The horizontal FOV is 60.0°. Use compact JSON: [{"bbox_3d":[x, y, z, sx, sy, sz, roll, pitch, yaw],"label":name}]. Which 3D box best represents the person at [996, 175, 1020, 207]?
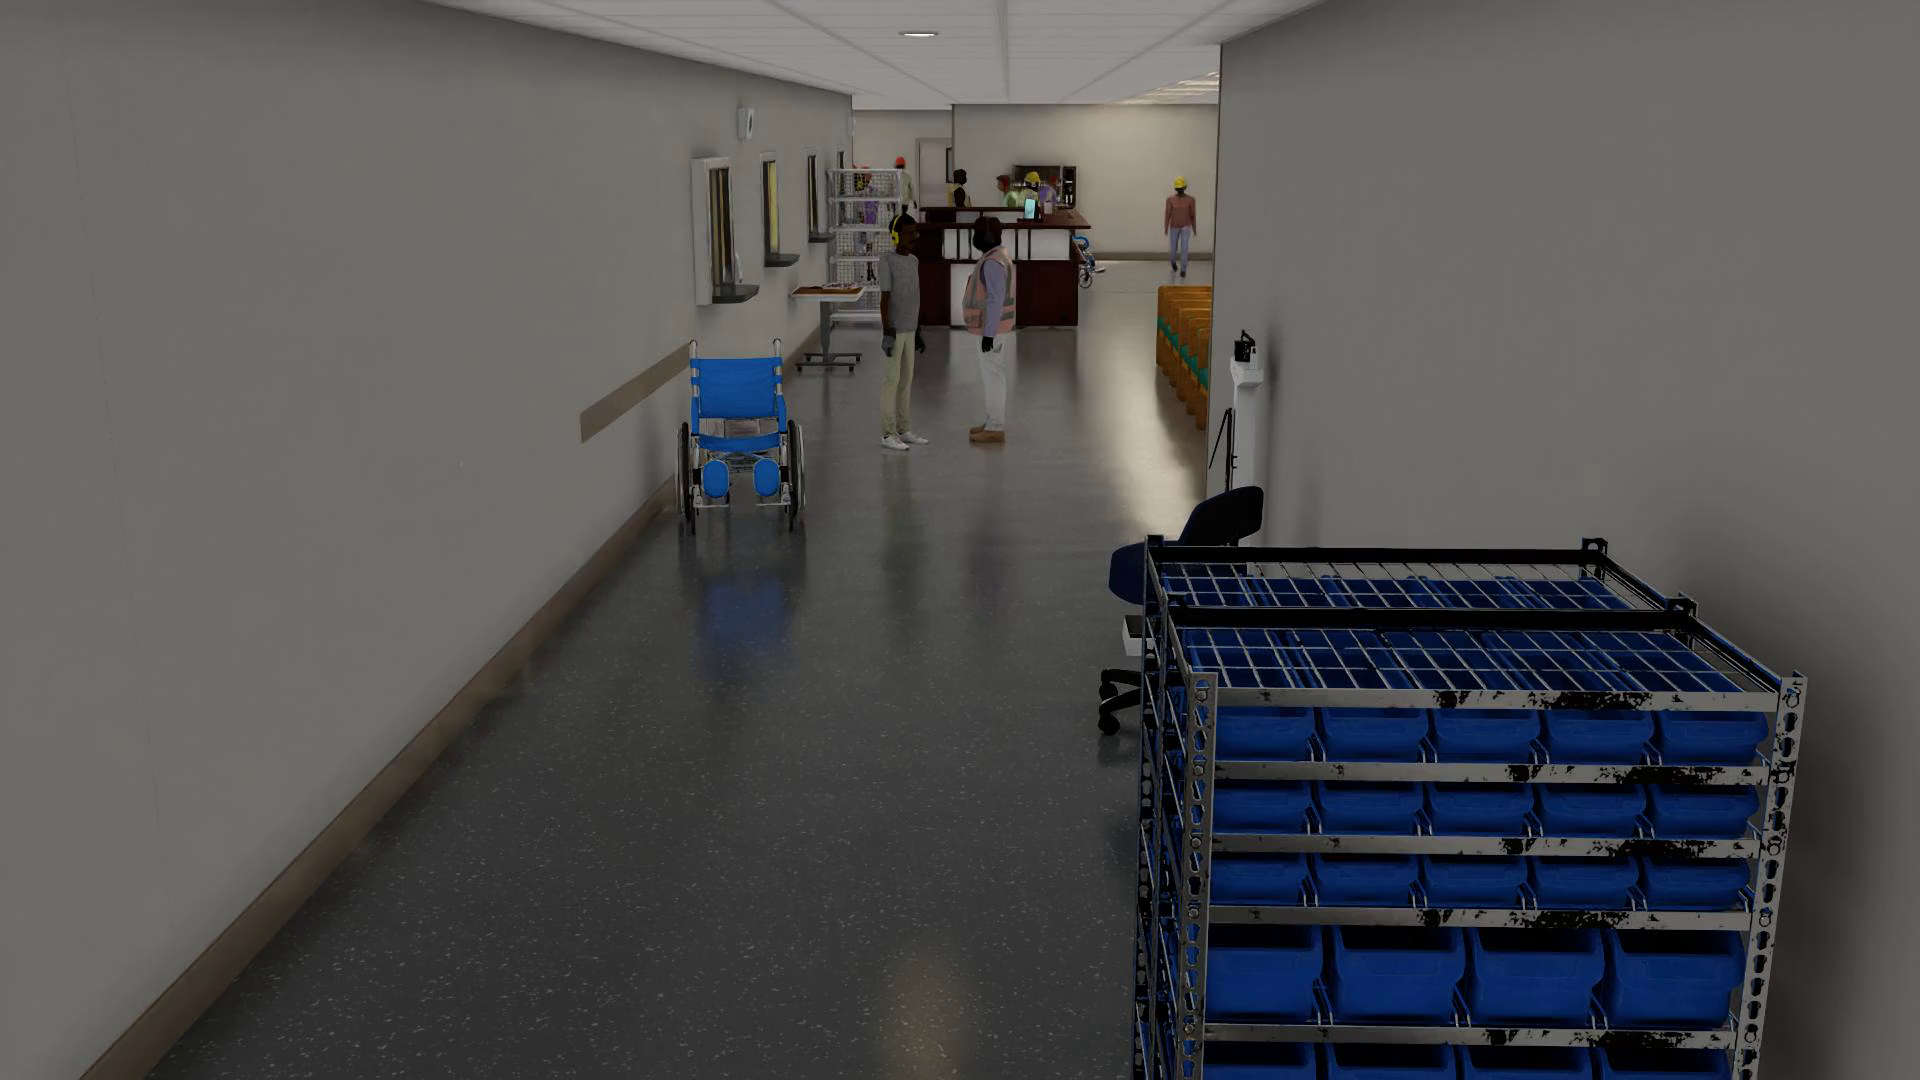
[{"bbox_3d":[0.779,-5.003,26.995,0.596,1.814,0.652,-1,14,-4],"label":"person"}]

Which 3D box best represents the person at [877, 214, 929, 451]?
[{"bbox_3d":[-0.453,-1.667,13.343,0.327,1.874,0.521,8,16,31],"label":"person"}]

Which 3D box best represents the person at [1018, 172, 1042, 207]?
[{"bbox_3d":[1.211,-5.398,28.592,0.403,1.824,0.596,-5,15,-21],"label":"person"}]

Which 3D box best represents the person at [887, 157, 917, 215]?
[{"bbox_3d":[-1.286,-7.493,36.847,0.609,1.940,1.030,-8,16,-29],"label":"person"}]

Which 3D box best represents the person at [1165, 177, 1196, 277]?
[{"bbox_3d":[3.883,-5.523,29.273,0.556,1.737,0.671,2,14,10],"label":"person"}]

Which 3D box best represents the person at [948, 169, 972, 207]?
[{"bbox_3d":[-0.002,-5.734,29.914,0.429,1.844,0.622,-3,14,-13],"label":"person"}]

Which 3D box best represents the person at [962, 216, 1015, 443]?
[{"bbox_3d":[0.232,-1.723,13.637,0.429,1.840,0.637,1,14,3],"label":"person"}]
